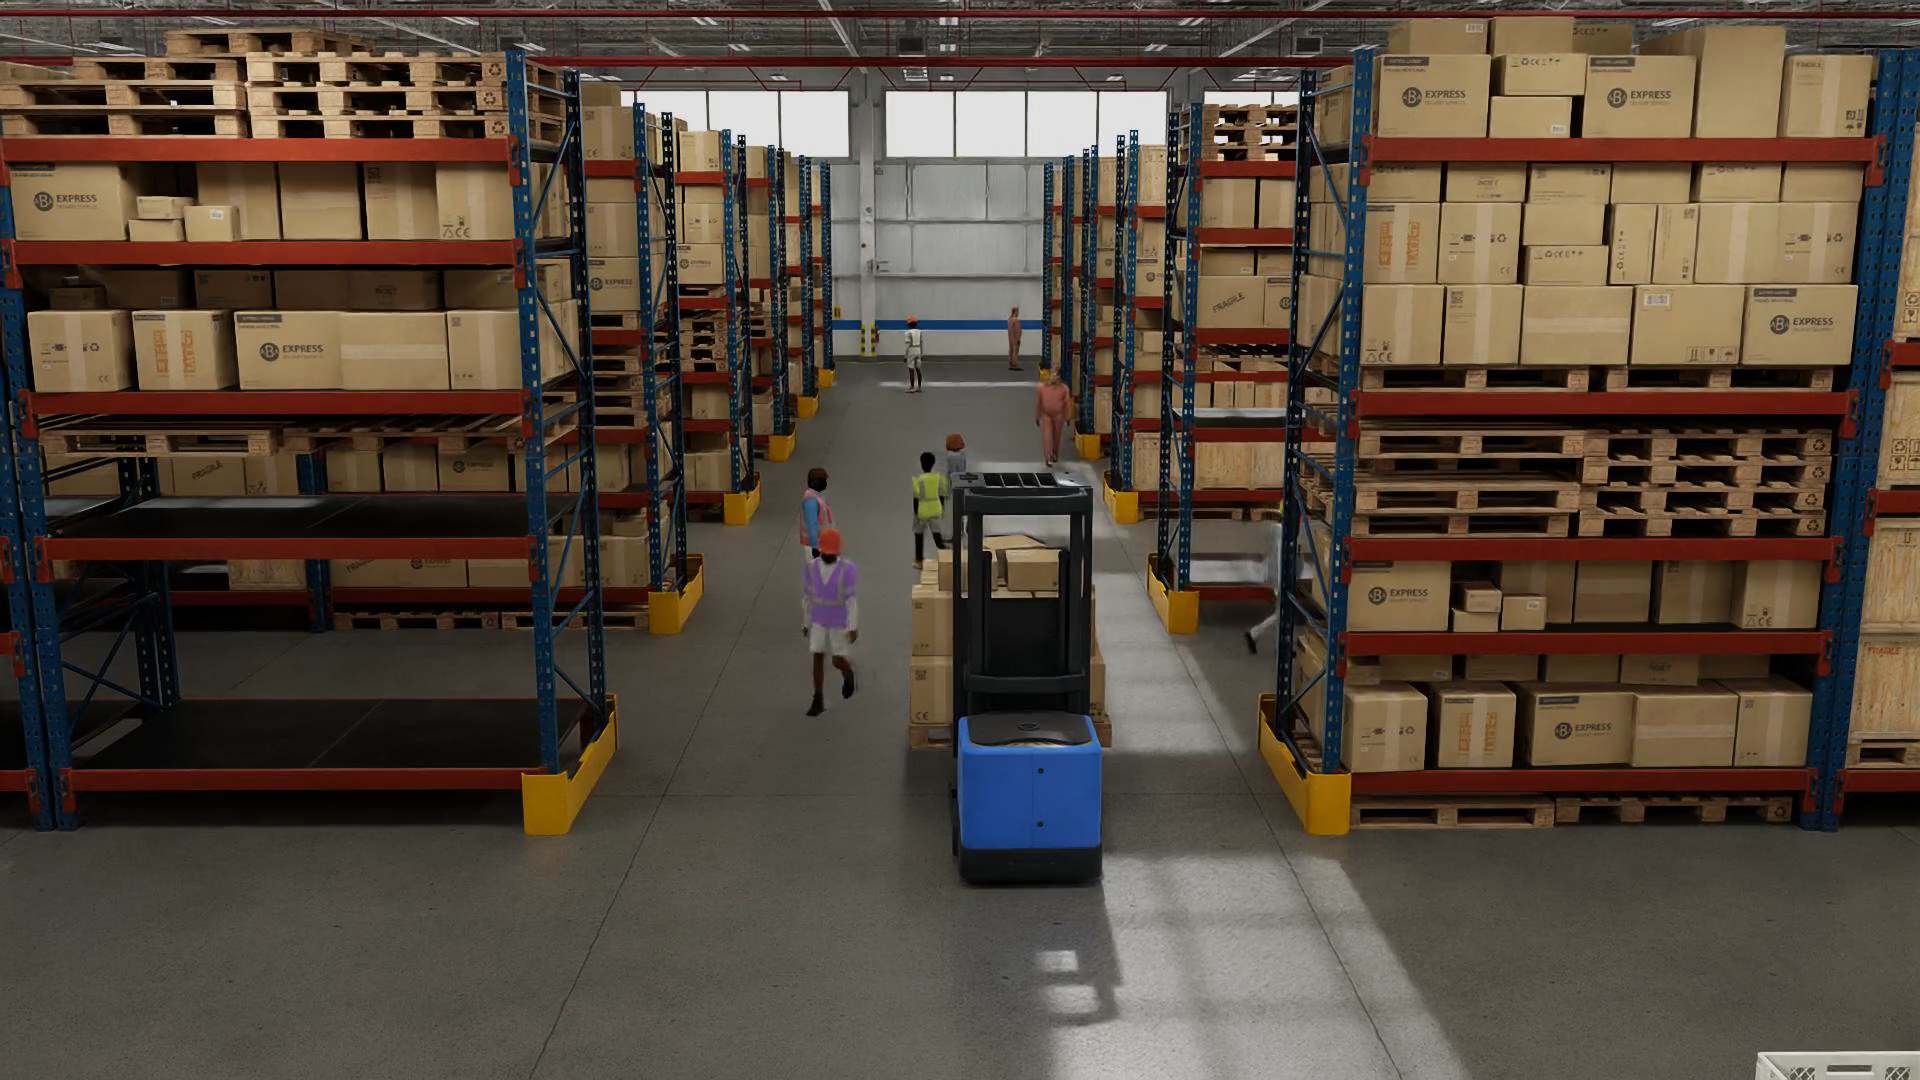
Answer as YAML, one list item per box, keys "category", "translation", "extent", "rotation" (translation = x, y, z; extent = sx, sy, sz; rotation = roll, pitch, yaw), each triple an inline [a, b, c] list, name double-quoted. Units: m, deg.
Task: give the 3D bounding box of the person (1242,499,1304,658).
- category: "person"
  translation: [3.476, 0.432, 18.223]
  extent: [0.639, 1.810, 0.587]
  rotation: [0, 11, 2]

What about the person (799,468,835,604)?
- category: "person"
  translation: [-1.728, 0.034, 20.127]
  extent: [0.429, 1.840, 0.622]
  rotation: [-1, 11, -3]

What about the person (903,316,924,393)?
- category: "person"
  translation: [-1.252, -4.908, 44.135]
  extent: [0.605, 2.034, 0.392]
  rotation: [-10, 15, -40]

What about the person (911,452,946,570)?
- category: "person"
  translation: [-0.391, -0.367, 22.548]
  extent: [0.535, 1.665, 0.788]
  rotation: [-7, 13, -29]

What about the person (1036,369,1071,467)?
- category: "person"
  translation: [1.799, -2.370, 32.000]
  extent: [0.661, 1.862, 0.985]
  rotation: [0, 11, 0]

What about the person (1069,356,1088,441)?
- category: "person"
  translation: [2.775, -3.026, 35.390]
  extent: [0.978, 1.801, 0.580]
  rotation: [-5, 12, -23]

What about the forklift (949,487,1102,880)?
- category: "forklift"
  translation: [0.495, 0.986, 12.813]
  extent: [1.129, 2.768, 1.873]
  rotation: [0, 11, -2]

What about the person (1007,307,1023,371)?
- category: "person"
  translation: [1.670, -6.062, 50.157]
  extent: [0.408, 1.913, 0.641]
  rotation: [-5, 13, -24]

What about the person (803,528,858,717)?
- category: "person"
  translation: [-1.250, 0.780, 16.265]
  extent: [0.616, 1.900, 0.624]
  rotation: [4, 12, 18]

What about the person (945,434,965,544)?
- category: "person"
  translation: [-0.073, -0.756, 24.573]
  extent: [0.284, 1.624, 0.537]
  rotation: [4, 12, 19]
